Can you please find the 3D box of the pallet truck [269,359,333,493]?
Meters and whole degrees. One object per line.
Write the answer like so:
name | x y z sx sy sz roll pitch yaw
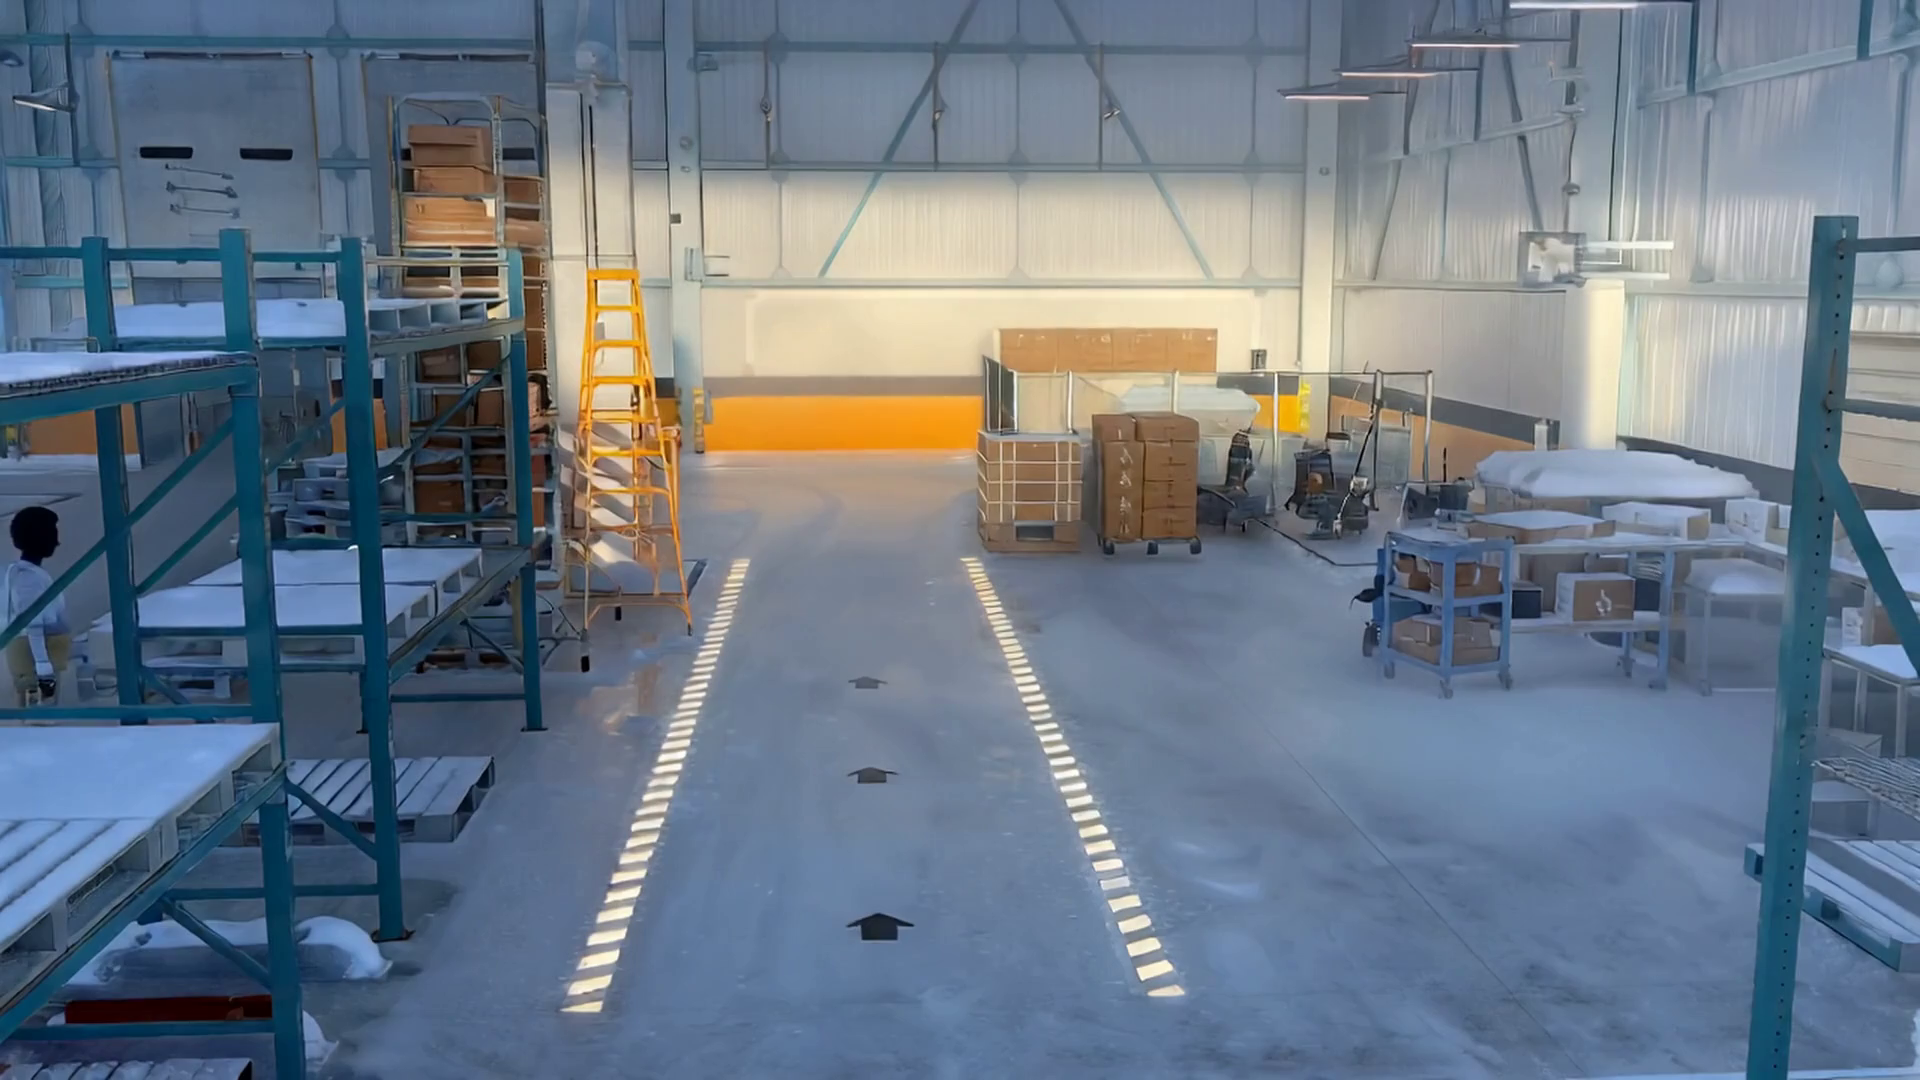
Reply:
pallet truck | -7.062 -1.131 18.996 1.885 1.965 0.823 2 9 13

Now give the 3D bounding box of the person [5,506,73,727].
person | -4.792 0.666 8.669 0.320 1.692 0.532 -5 10 -30
